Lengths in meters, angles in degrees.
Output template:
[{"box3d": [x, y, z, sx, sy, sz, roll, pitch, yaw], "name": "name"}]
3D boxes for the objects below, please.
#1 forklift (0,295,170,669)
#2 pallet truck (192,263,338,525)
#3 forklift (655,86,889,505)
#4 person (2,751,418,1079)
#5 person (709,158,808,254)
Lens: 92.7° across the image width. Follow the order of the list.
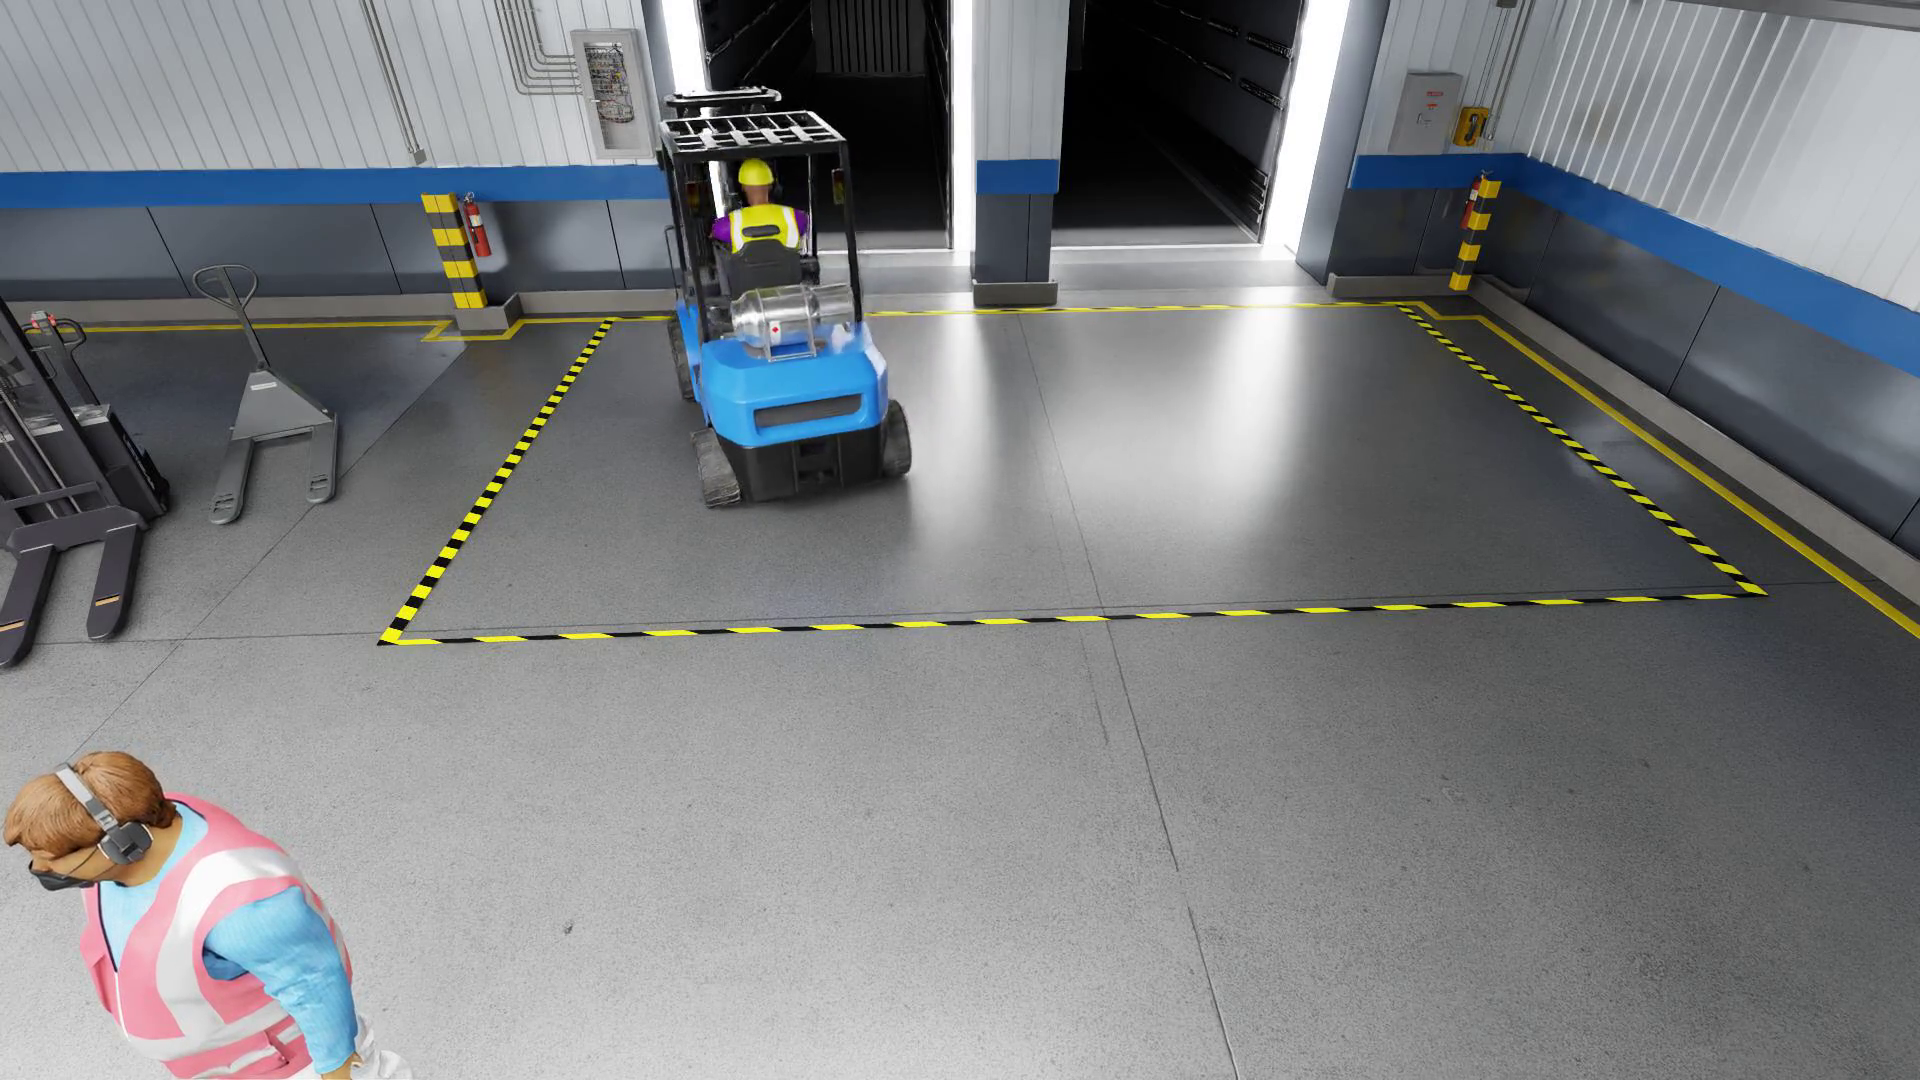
[{"box3d": [-5.212, -0.618, 4.878, 0.823, 1.965, 1.885, -20, 39, -26], "name": "forklift"}, {"box3d": [-4.778, -1.027, 6.128, 0.680, 1.201, 1.601, -17, 38, -23], "name": "pallet truck"}, {"box3d": [-1.331, -1.779, 6.235, 1.157, 2.036, 2.680, -12, 36, -16], "name": "forklift"}, {"box3d": [-1.803, 1.219, 2.373, 0.633, 1.841, 0.429, 16, 38, 21], "name": "person"}, {"box3d": [-1.344, -1.966, 6.176, 0.635, 1.294, 1.004, -12, 36, -16], "name": "person"}]
